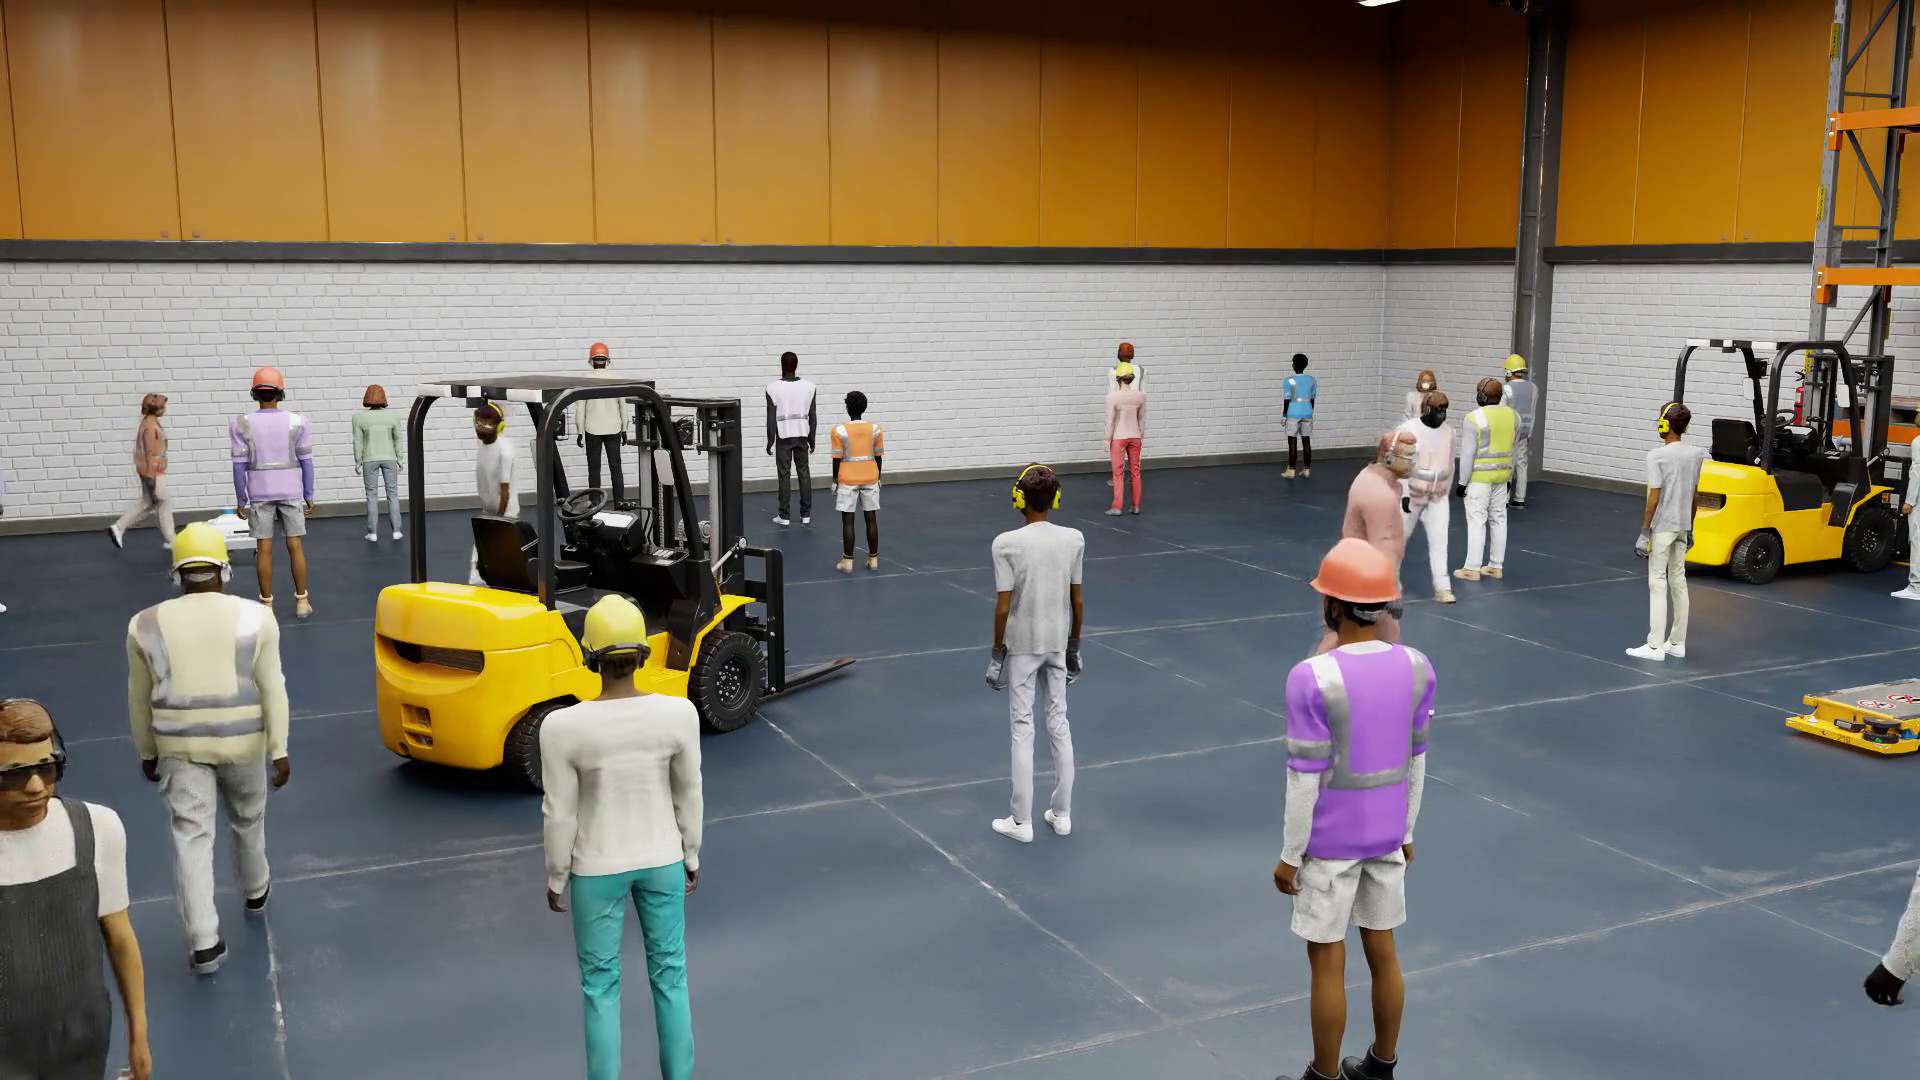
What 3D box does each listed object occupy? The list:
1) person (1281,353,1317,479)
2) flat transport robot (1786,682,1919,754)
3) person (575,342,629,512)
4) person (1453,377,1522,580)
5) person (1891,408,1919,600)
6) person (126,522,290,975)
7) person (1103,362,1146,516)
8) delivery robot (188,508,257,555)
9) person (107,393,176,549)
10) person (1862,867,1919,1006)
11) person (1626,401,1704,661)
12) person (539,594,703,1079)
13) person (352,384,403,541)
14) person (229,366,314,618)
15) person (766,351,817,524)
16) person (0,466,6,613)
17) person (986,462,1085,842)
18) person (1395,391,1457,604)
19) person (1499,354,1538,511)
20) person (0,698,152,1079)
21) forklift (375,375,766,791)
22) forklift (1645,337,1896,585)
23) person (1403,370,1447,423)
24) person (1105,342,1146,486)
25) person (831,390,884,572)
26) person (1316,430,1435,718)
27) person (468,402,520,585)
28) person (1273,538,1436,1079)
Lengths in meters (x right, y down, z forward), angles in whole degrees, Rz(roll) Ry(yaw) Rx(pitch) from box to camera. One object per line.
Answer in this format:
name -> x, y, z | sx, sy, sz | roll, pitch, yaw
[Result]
person -> 4.587, -1.677, 22.553 | 0.535, 1.697, 0.318 | -4, 10, -25
flat transport robot -> 5.783, 1.046, 10.072 | 1.431, 0.197, 0.652 | -4, 10, -25
person -> -4.090, -1.254, 19.007 | 0.612, 1.995, 0.382 | -4, 10, -25
person -> 4.773, -0.553, 15.128 | 0.625, 1.846, 0.429 | -4, 10, -25
person -> 8.261, -0.359, 14.226 | 0.487, 1.746, 0.290 | -4, 10, -25
person -> -3.091, 0.815, 6.868 | 0.606, 1.773, 0.947 | -3, 10, -18
person -> 1.884, -1.152, 19.075 | 0.525, 1.772, 0.309 | -4, 10, -25
delivery robot -> -6.940, -0.065, 15.794 | 0.707, 0.478, 0.477 | -4, 10, -25
person -> -8.137, -0.668, 16.583 | 0.684, 1.610, 0.554 | -4, 10, -25
person -> 2.821, 1.127, 4.589 | 0.588, 1.873, 0.981 | -4, 10, -25
person -> 5.097, -0.064, 12.010 | 0.514, 1.872, 0.328 | -4, 10, -25
person -> -1.090, 1.052, 5.401 | 0.525, 1.772, 0.309 | -4, 10, -25
person -> -6.054, -0.803, 17.328 | 0.500, 1.633, 0.280 | -4, 10, -25
person -> -5.514, -0.370, 13.376 | 0.607, 2.044, 0.379 | -4, 10, -25
person -> -1.861, -1.124, 18.449 | 0.595, 1.919, 0.376 | -4, 10, -25
person -> -8.082, -0.312, 13.436 | 0.641, 1.908, 0.407 | -4, 10, -25
person -> 0.368, 0.552, 8.199 | 0.514, 1.870, 0.328 | -4, 10, -25
person -> 3.972, -0.387, 14.304 | 0.629, 1.795, 0.991 | -2, 9, -11
person -> 6.480, -1.260, 19.534 | 0.591, 1.837, 0.403 | -4, 10, -25
person -> -2.324, 1.244, 4.139 | 0.935, 1.805, 0.515 | 8, 12, 42
forklift -> -2.268, 0.149, 9.685 | 1.214, 2.155, 2.313 | 6, 11, 32
forklift -> 7.551, -0.789, 15.507 | 2.313, 2.155, 1.214 | -4, 10, -25
person -> 5.581, -1.236, 20.025 | 0.528, 1.616, 0.388 | 4, 10, 23
person -> 2.159, -1.634, 21.708 | 0.574, 1.884, 0.356 | -4, 10, -25
person -> -0.961, -0.545, 15.523 | 0.535, 1.700, 0.318 | -4, 10, -25
person -> 2.544, 0.242, 10.211 | 0.919, 1.839, 0.659 | 2, 9, 15
person -> -3.632, -0.158, 12.798 | 0.598, 1.799, 0.902 | 8, 12, 41
person -> 1.270, 0.956, 5.461 | 0.545, 1.942, 0.354 | -4, 10, -25
